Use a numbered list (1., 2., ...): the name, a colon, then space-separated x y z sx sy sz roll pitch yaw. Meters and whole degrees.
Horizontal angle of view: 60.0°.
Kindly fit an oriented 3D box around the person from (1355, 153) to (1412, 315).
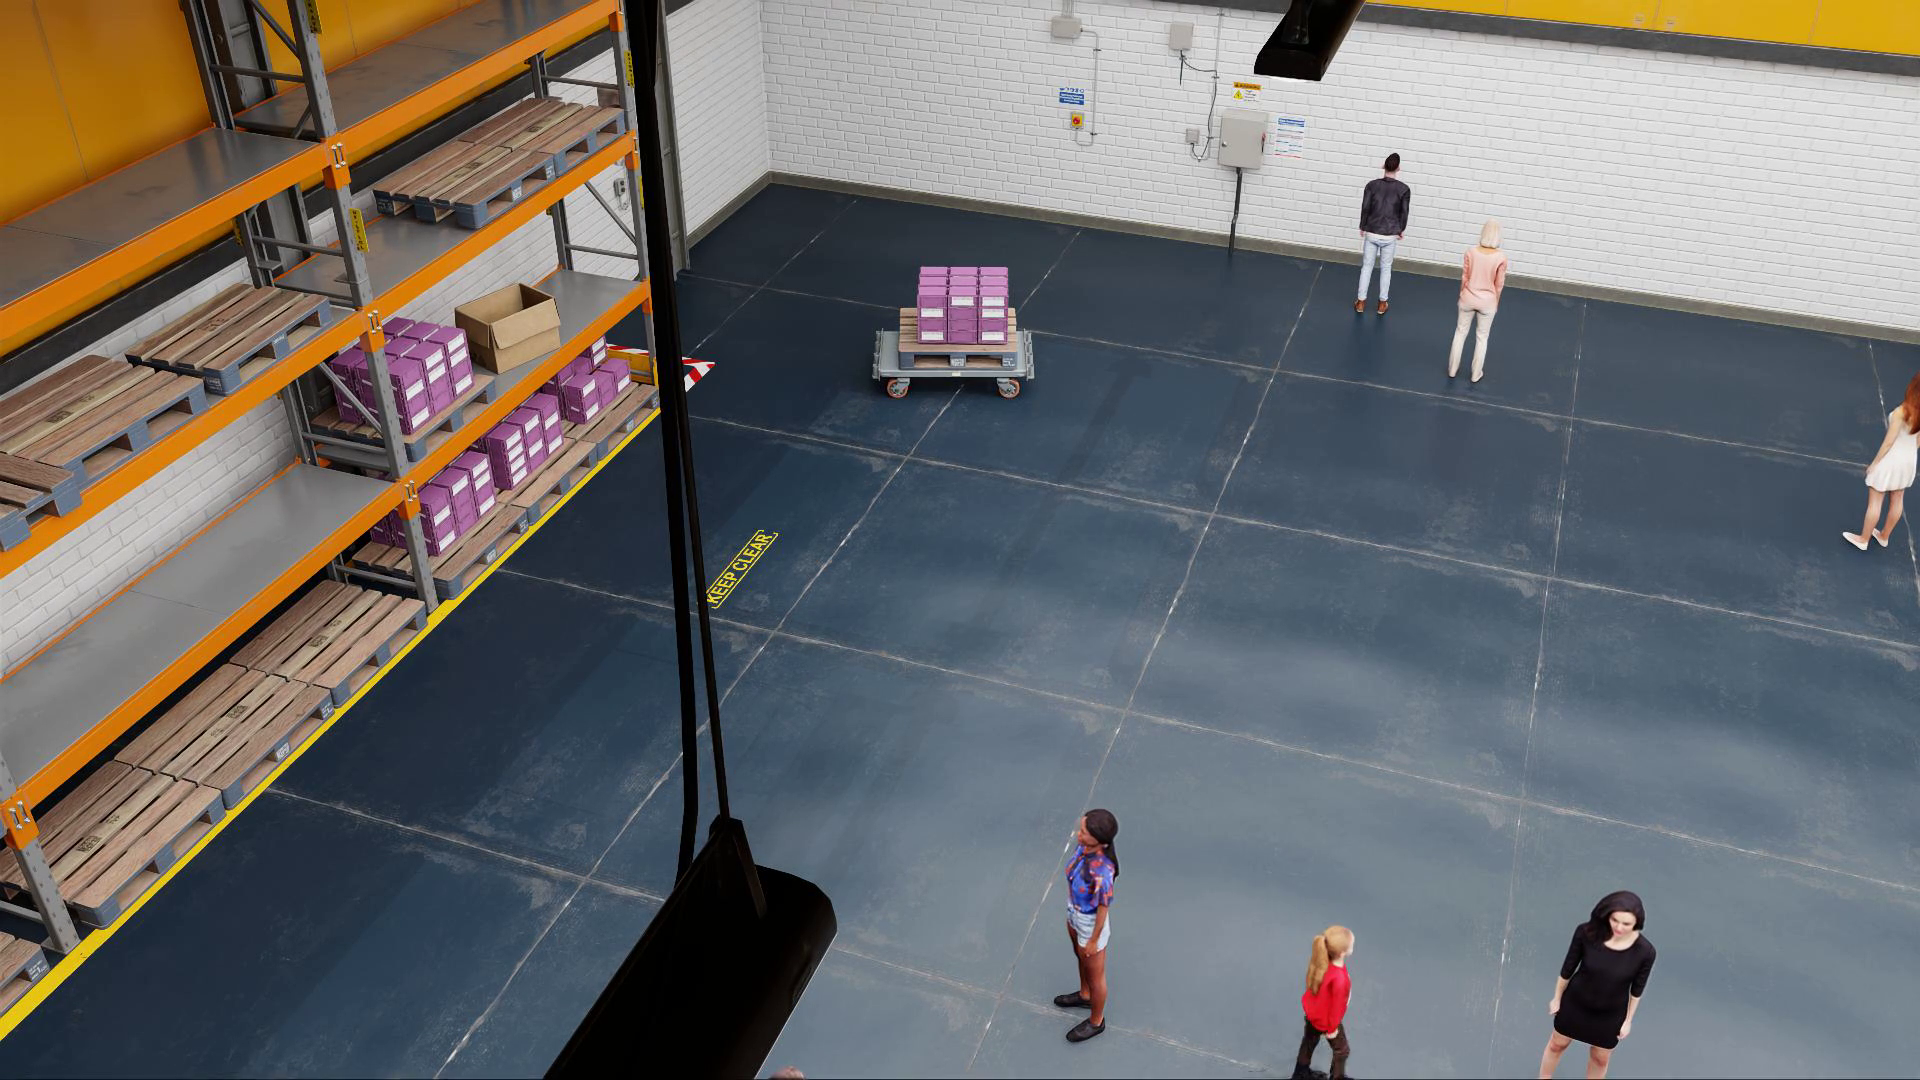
1. person: 4.630 -3.365 18.267 0.677 1.837 0.568 8 34 11

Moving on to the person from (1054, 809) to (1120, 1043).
1. person: 0.770 2.265 9.882 0.732 1.743 0.630 -8 34 -11

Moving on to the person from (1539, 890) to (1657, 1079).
1. person: 3.535 2.625 9.283 0.608 1.806 0.511 15 37 22

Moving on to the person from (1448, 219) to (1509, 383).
1. person: 5.297 -2.450 16.995 0.613 1.722 0.550 16 37 22

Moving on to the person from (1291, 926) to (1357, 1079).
1. person: 2.060 2.731 9.605 0.731 1.273 0.696 -5 34 -8

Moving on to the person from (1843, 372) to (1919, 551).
1. person: 8.083 -0.686 14.350 0.646 1.712 0.678 -7 34 -10
